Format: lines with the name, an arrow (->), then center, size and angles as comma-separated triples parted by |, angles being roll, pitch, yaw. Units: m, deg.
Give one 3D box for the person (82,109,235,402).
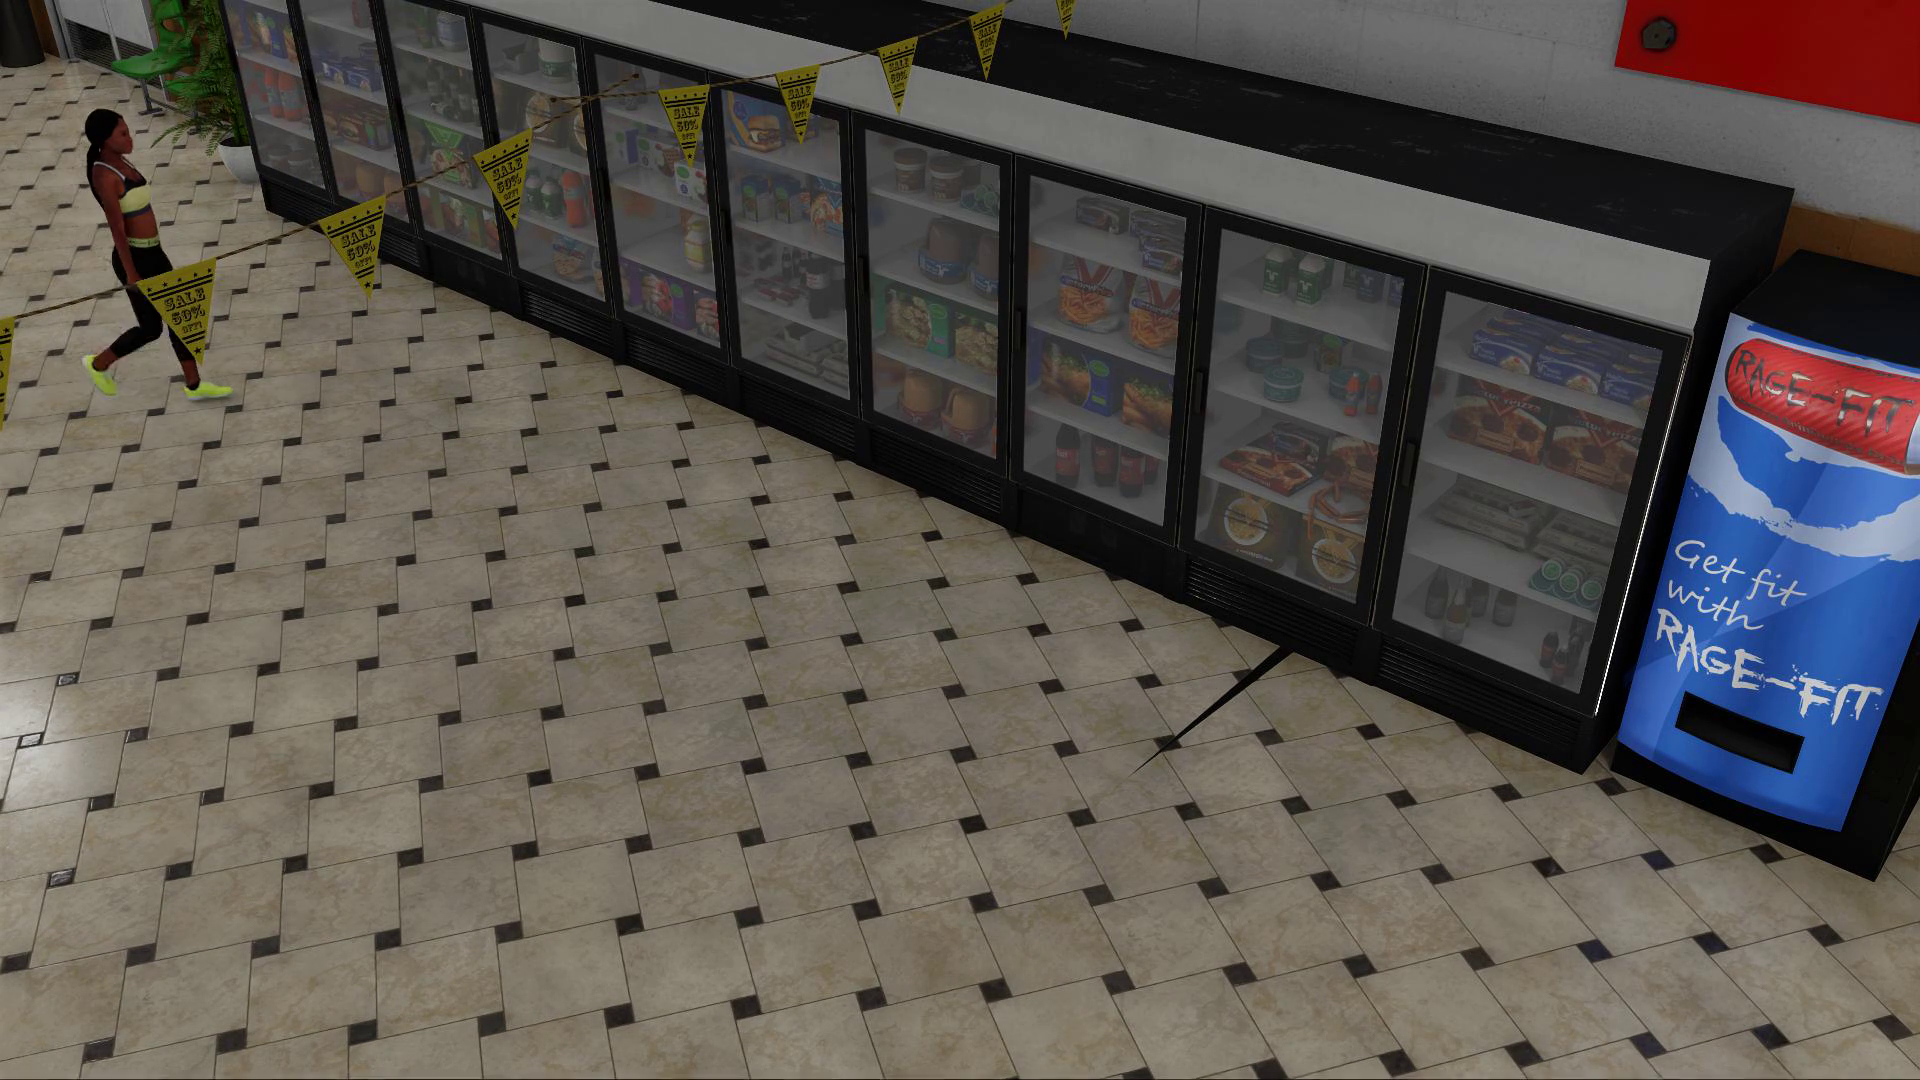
person -> -4.695, -1.545, 9.359 | 1.041, 1.734, 0.985 | -3, 32, -5
